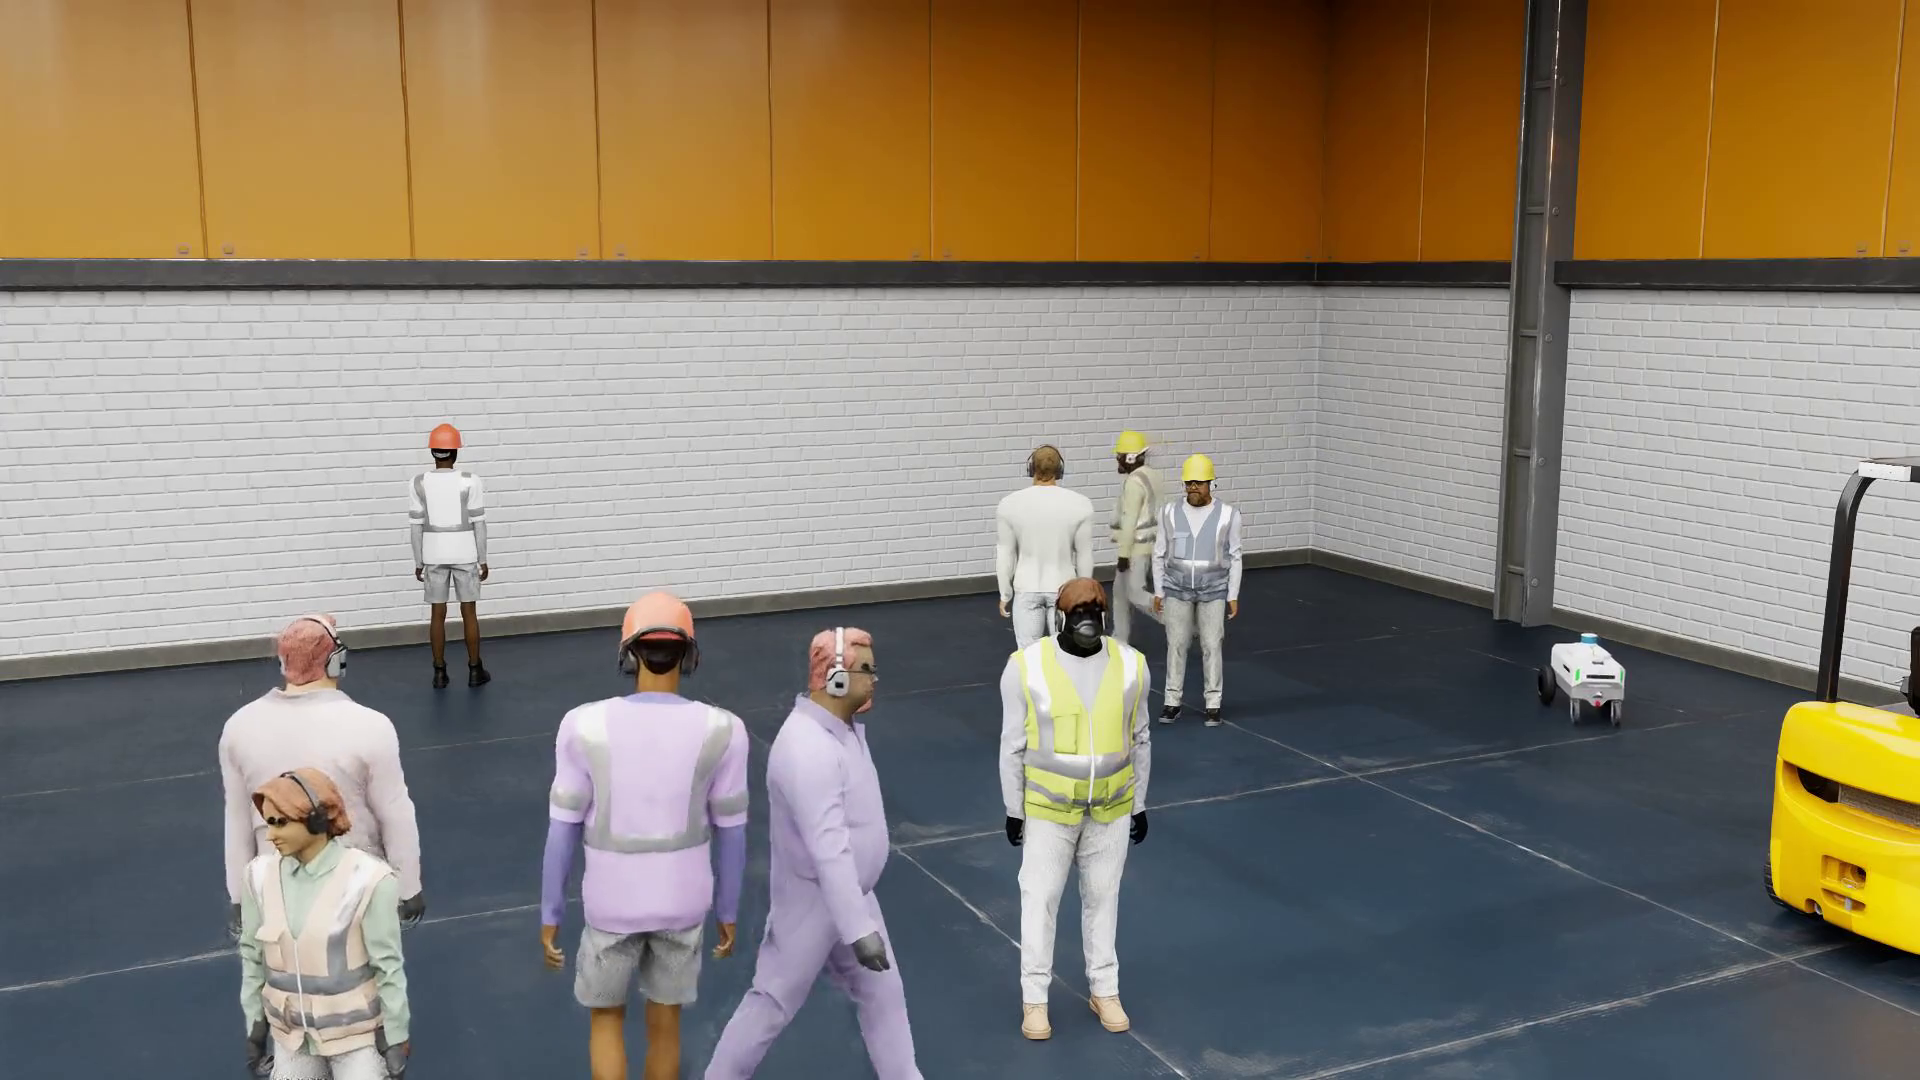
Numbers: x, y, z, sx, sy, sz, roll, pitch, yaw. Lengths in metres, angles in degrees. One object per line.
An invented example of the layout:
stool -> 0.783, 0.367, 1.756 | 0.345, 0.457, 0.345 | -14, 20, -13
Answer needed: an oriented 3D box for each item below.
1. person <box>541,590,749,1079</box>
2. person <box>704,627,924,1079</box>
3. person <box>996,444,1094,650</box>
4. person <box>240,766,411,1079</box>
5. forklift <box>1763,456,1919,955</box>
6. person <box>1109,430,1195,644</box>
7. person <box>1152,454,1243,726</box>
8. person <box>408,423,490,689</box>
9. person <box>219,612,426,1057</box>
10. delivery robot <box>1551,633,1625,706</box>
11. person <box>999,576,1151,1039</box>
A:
person -> -1.001, 1.183, 5.343 | 0.674, 2.004, 0.665 | -2, 9, -12
person -> -0.478, 1.211, 5.661 | 1.023, 1.854, 0.645 | 2, 9, 11
person -> 0.543, 0.348, 10.725 | 0.629, 1.940, 0.376 | 1, 9, 3
person -> -1.836, 1.449, 4.844 | 0.528, 1.627, 0.333 | 2, 9, 14
forklift -> 4.857, 0.731, 7.561 | 2.313, 2.155, 1.214 | -4, 10, -25
person -> 1.452, 0.039, 13.063 | 0.755, 1.805, 0.592 | 2, 9, 11
person -> 1.579, 0.334, 11.137 | 0.599, 1.832, 0.404 | 2, 9, 15
person -> -3.718, 0.120, 12.139 | 0.542, 1.939, 0.362 | -1, 9, -7
person -> -2.226, 1.180, 5.821 | 0.653, 1.862, 1.013 | 2, 9, 14
delivery robot -> 4.295, 0.884, 11.390 | 0.477, 0.478, 0.707 | 1, 9, 6
person -> 0.469, 1.057, 6.624 | 0.627, 1.847, 0.429 | -2, 9, -11
